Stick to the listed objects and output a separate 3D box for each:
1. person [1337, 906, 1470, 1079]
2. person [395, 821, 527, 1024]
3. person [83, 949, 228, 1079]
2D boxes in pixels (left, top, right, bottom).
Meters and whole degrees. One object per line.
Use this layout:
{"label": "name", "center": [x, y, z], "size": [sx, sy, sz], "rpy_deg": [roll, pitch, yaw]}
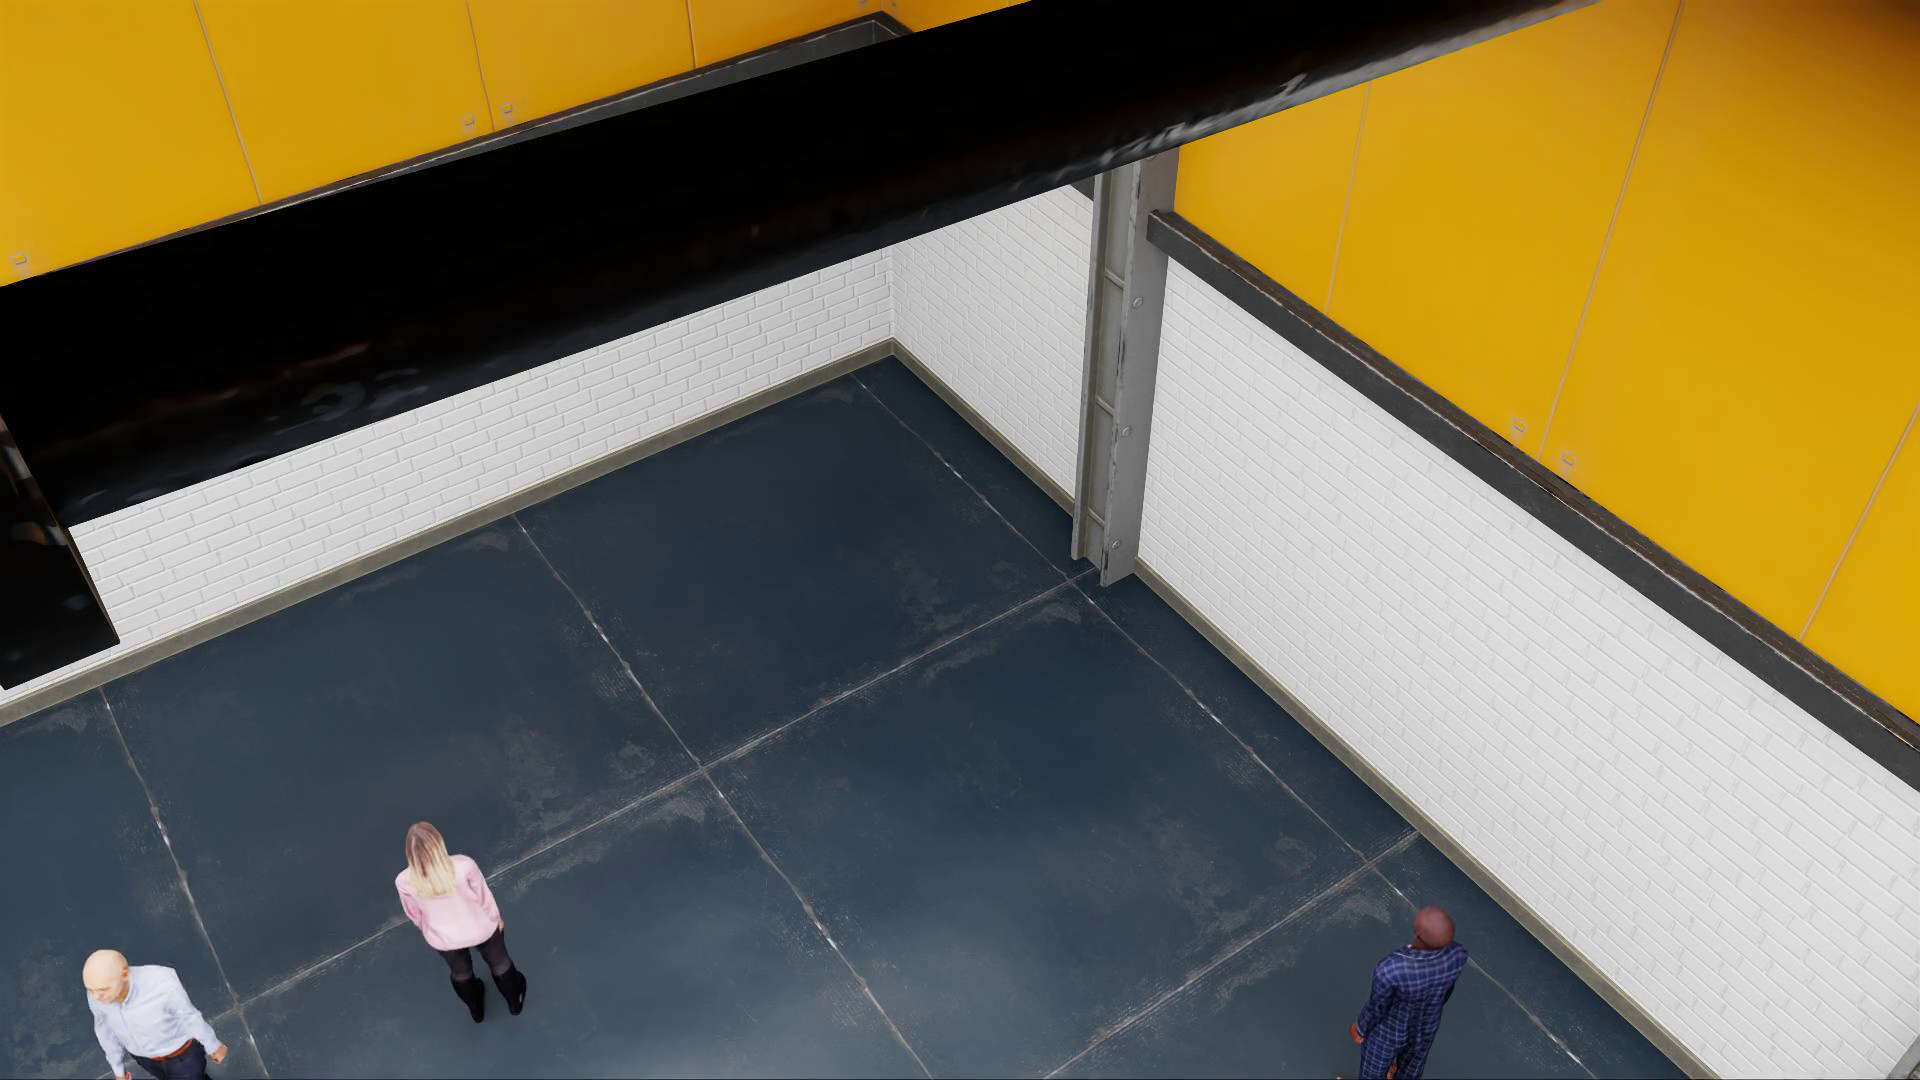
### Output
{"label": "person", "center": [2.261, 2.414, 8.442], "size": [0.725, 1.819, 0.701], "rpy_deg": [-13, 45, -13]}
{"label": "person", "center": [-2.674, 2.092, 8.877], "size": [0.709, 1.687, 0.717], "rpy_deg": [-7, 44, -7]}
{"label": "person", "center": [-3.954, 2.506, 8.377], "size": [0.859, 1.775, 0.922], "rpy_deg": [2, 44, 2]}
